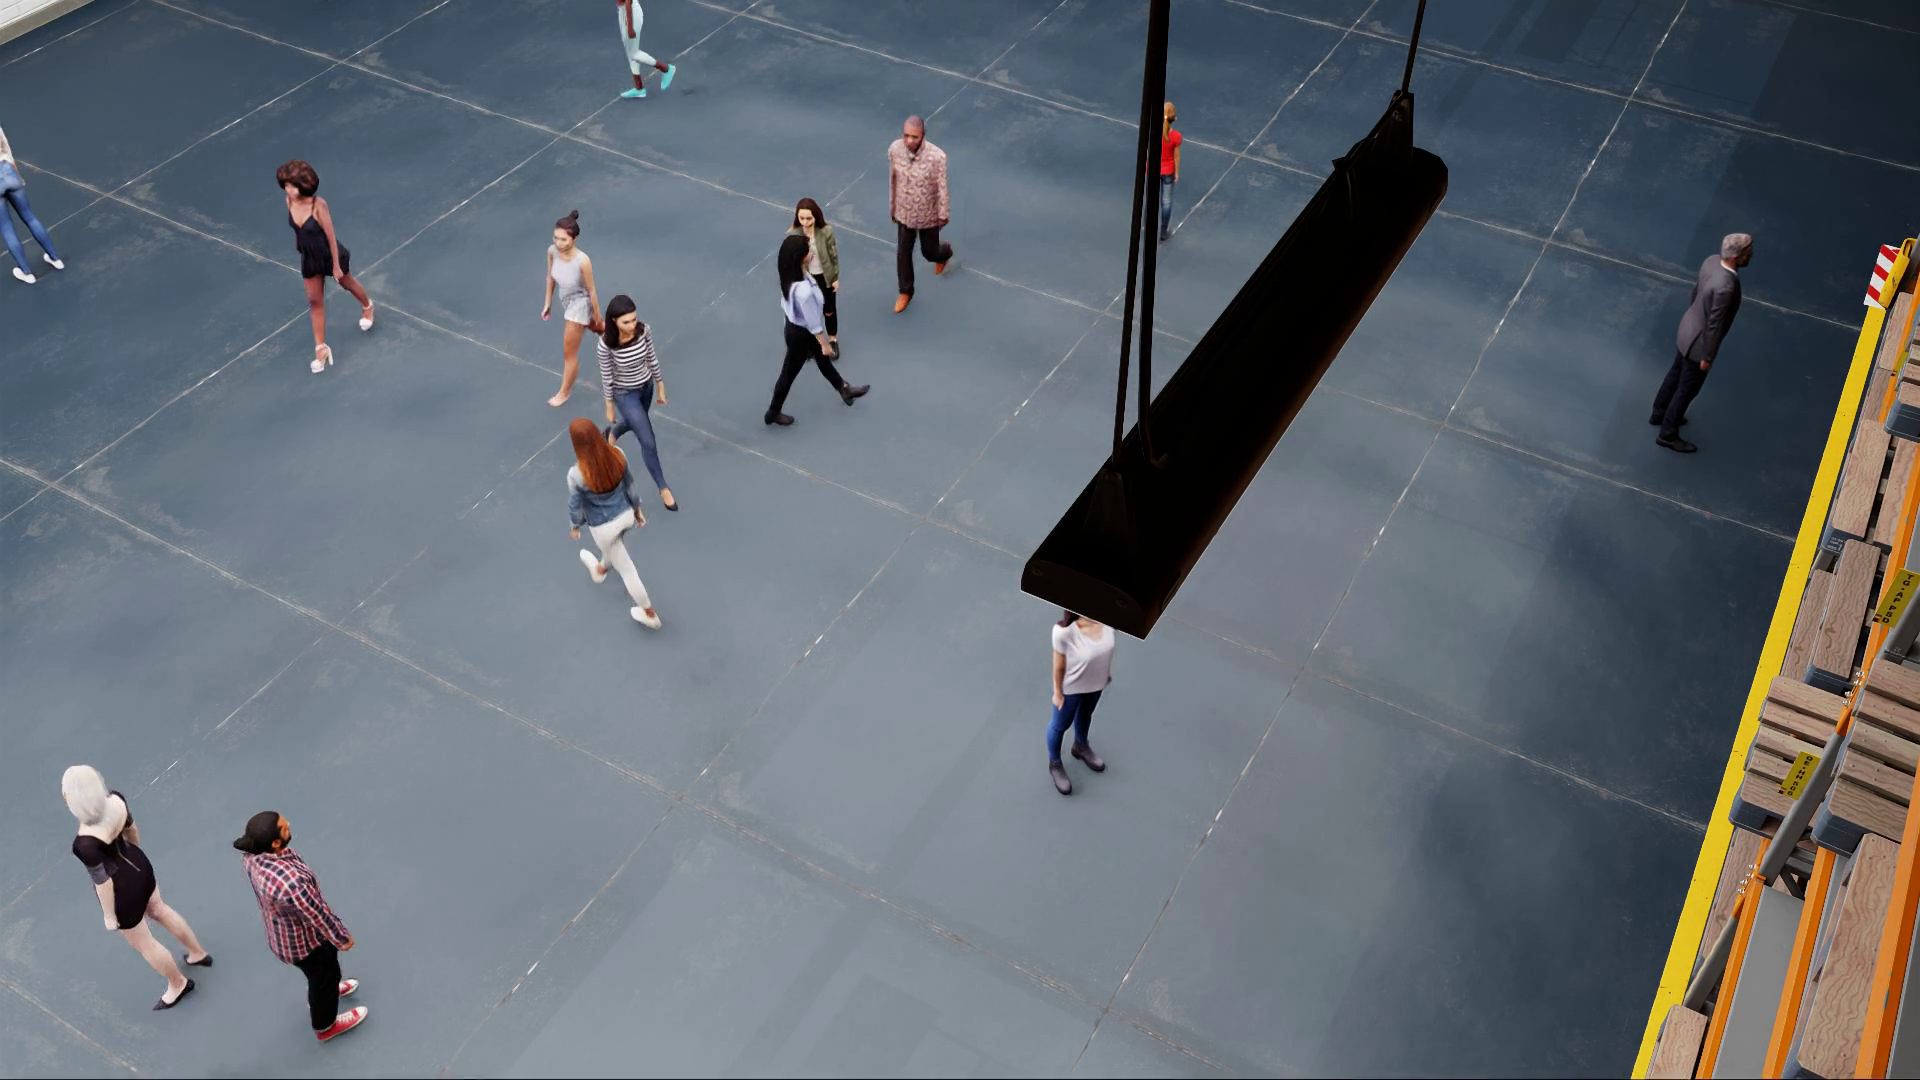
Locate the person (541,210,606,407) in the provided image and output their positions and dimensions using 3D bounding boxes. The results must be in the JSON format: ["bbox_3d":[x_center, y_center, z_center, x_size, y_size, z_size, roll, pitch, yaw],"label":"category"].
[{"bbox_3d":[-2.936,-1.881,13.064,0.746,1.564,1.160,33,52,29],"label":"person"}]

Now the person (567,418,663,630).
[{"bbox_3d":[-2.262,-0.060,11.090,0.794,1.651,1.062,30,51,27],"label":"person"}]

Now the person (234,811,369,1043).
[{"bbox_3d":[-3.549,2.085,8.764,0.740,1.754,0.760,-30,51,-27],"label":"person"}]

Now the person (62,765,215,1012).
[{"bbox_3d":[-4.464,1.864,8.946,0.765,1.824,0.656,-5,44,-5],"label":"person"}]

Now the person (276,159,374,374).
[{"bbox_3d":[-5.057,-2.282,13.362,0.777,1.735,1.153,11,45,11],"label":"person"}]

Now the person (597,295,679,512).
[{"bbox_3d":[-2.412,-1.068,12.079,1.168,1.746,0.882,-34,53,-31],"label":"person"}]

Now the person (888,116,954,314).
[{"bbox_3d":[-0.316,-2.783,13.859,0.768,1.775,1.028,16,46,16],"label":"person"}]

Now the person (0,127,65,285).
[{"bbox_3d":[-8.143,-3.001,14.129,0.679,1.718,0.495,26,49,25],"label":"person"}]

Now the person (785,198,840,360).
[{"bbox_3d":[-1.169,-2.113,13.372,0.663,1.476,0.680,-2,44,-2],"label":"person"}]

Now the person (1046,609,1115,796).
[{"bbox_3d":[0.722,0.855,10.107,0.592,1.683,0.730,-28,50,-26],"label":"person"}]

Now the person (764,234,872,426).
[{"bbox_3d":[-1.293,-1.529,12.596,1.200,1.702,1.118,-12,45,-13],"label":"person"}]

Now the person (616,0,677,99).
[{"bbox_3d":[-3.180,-5.160,16.396,0.902,1.717,0.826,-13,45,-14],"label":"person"}]

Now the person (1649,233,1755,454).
[{"bbox_3d":[5.572,-1.521,12.486,0.849,1.842,0.689,6,44,6],"label":"person"}]

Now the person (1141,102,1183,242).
[{"bbox_3d":[1.765,-3.252,14.690,0.527,1.307,0.559,7,44,7],"label":"person"}]
